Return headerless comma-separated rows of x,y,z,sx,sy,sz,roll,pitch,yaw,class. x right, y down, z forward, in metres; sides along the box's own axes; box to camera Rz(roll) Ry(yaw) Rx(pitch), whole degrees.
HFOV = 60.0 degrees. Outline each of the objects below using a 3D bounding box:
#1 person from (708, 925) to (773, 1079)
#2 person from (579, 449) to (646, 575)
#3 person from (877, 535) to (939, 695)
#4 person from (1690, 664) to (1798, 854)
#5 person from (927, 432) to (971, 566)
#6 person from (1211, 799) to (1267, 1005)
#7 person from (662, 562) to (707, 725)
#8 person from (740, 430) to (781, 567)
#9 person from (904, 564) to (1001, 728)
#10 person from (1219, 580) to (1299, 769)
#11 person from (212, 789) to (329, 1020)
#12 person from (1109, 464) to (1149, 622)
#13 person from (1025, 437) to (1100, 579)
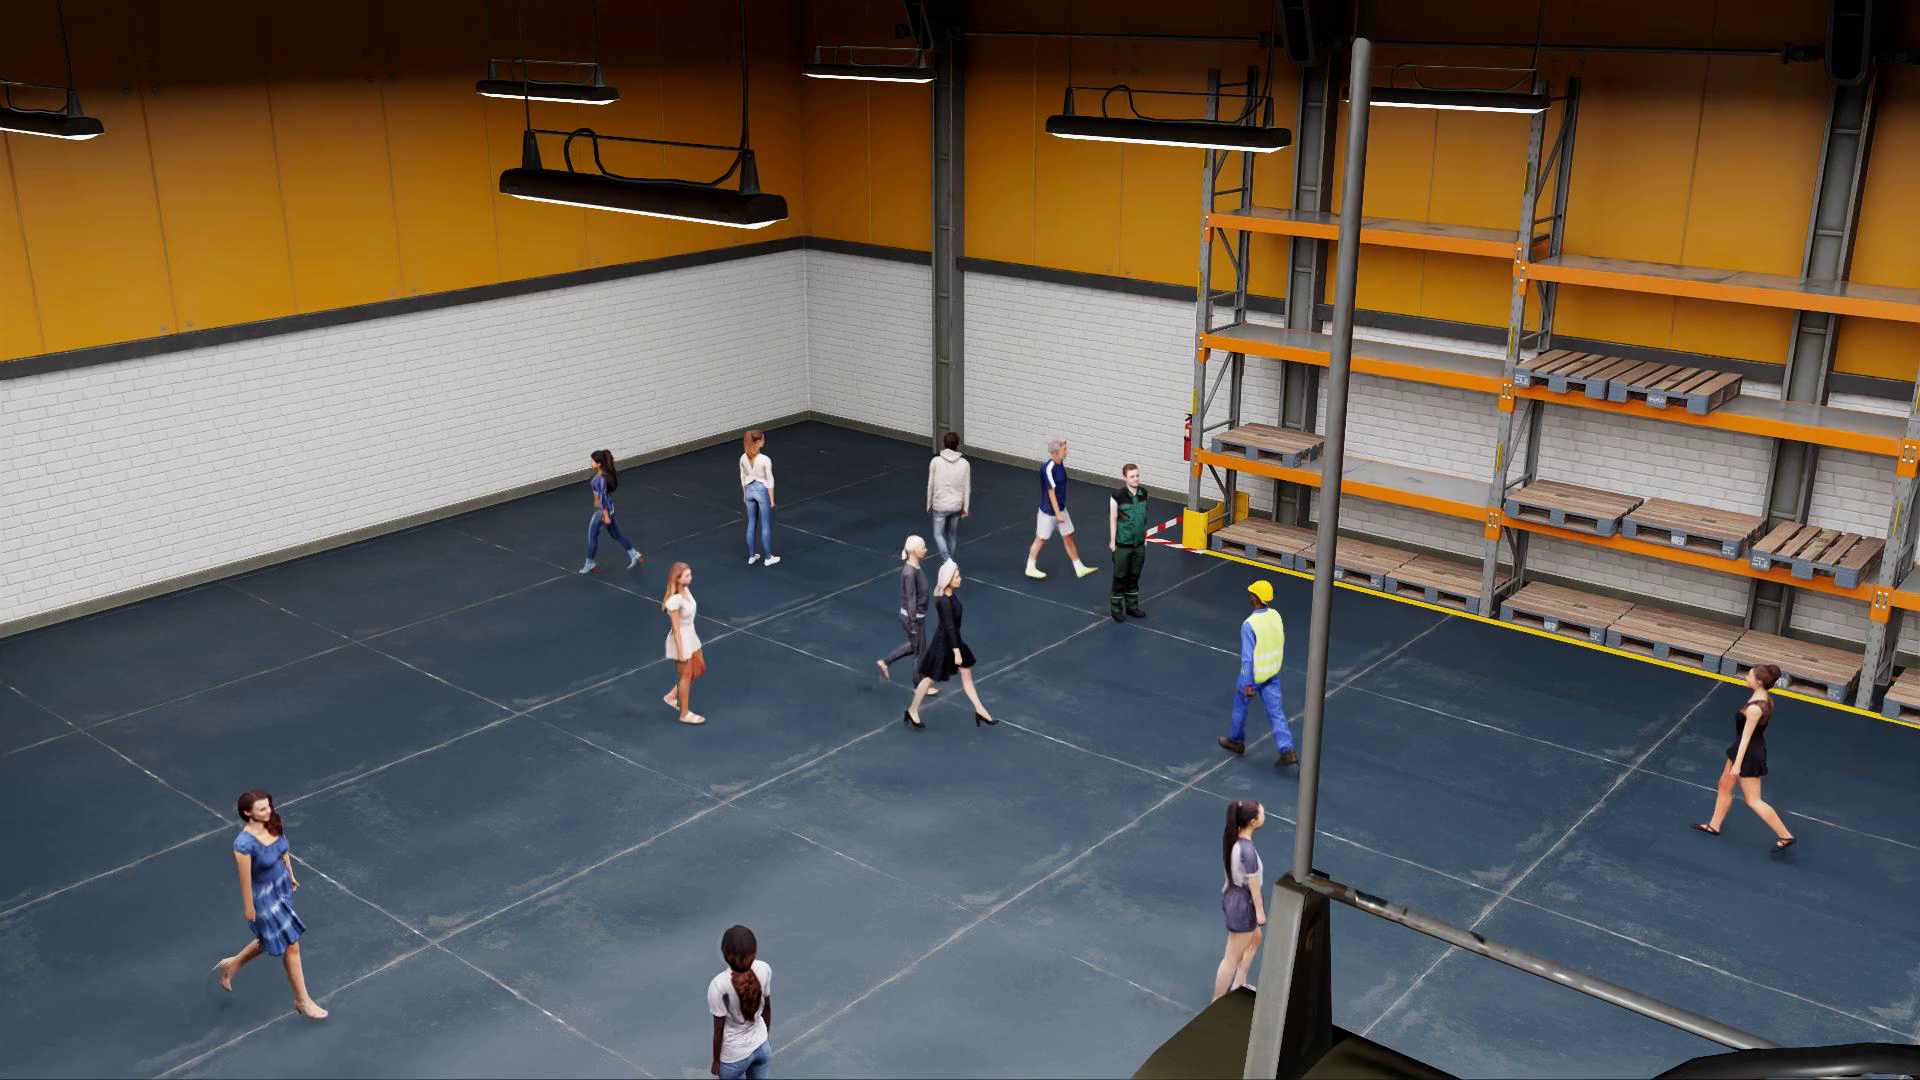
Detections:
-1.305,3.089,10.045,0.607,1.719,0.554,-17,25,-41,person
-4.280,-0.330,20.418,1.092,1.579,1.048,-2,19,-7,person
-0.551,0.772,16.944,0.984,1.708,0.895,0,19,0,person
6.659,1.843,13.863,1.056,1.644,0.598,14,23,35,person
-0.134,-0.371,20.141,0.993,1.833,1.085,-4,19,-12,person
1.889,2.581,11.684,0.809,1.636,0.750,-1,19,-3,person
-2.790,1.003,16.300,0.797,1.680,0.734,3,19,10,person
-2.531,-0.535,20.803,0.536,1.722,0.713,9,20,24,person
-0.211,1.076,16.067,1.238,1.691,1.069,1,19,4,person
2.836,1.258,15.369,0.903,1.792,1.238,-11,22,-29,person
-4.865,2.544,11.584,1.184,1.770,1.043,2,19,5,person
1.930,0.008,19.002,0.721,1.842,0.707,-10,21,-27,person
1.040,-0.358,20.173,1.185,1.788,0.817,9,21,25,person
